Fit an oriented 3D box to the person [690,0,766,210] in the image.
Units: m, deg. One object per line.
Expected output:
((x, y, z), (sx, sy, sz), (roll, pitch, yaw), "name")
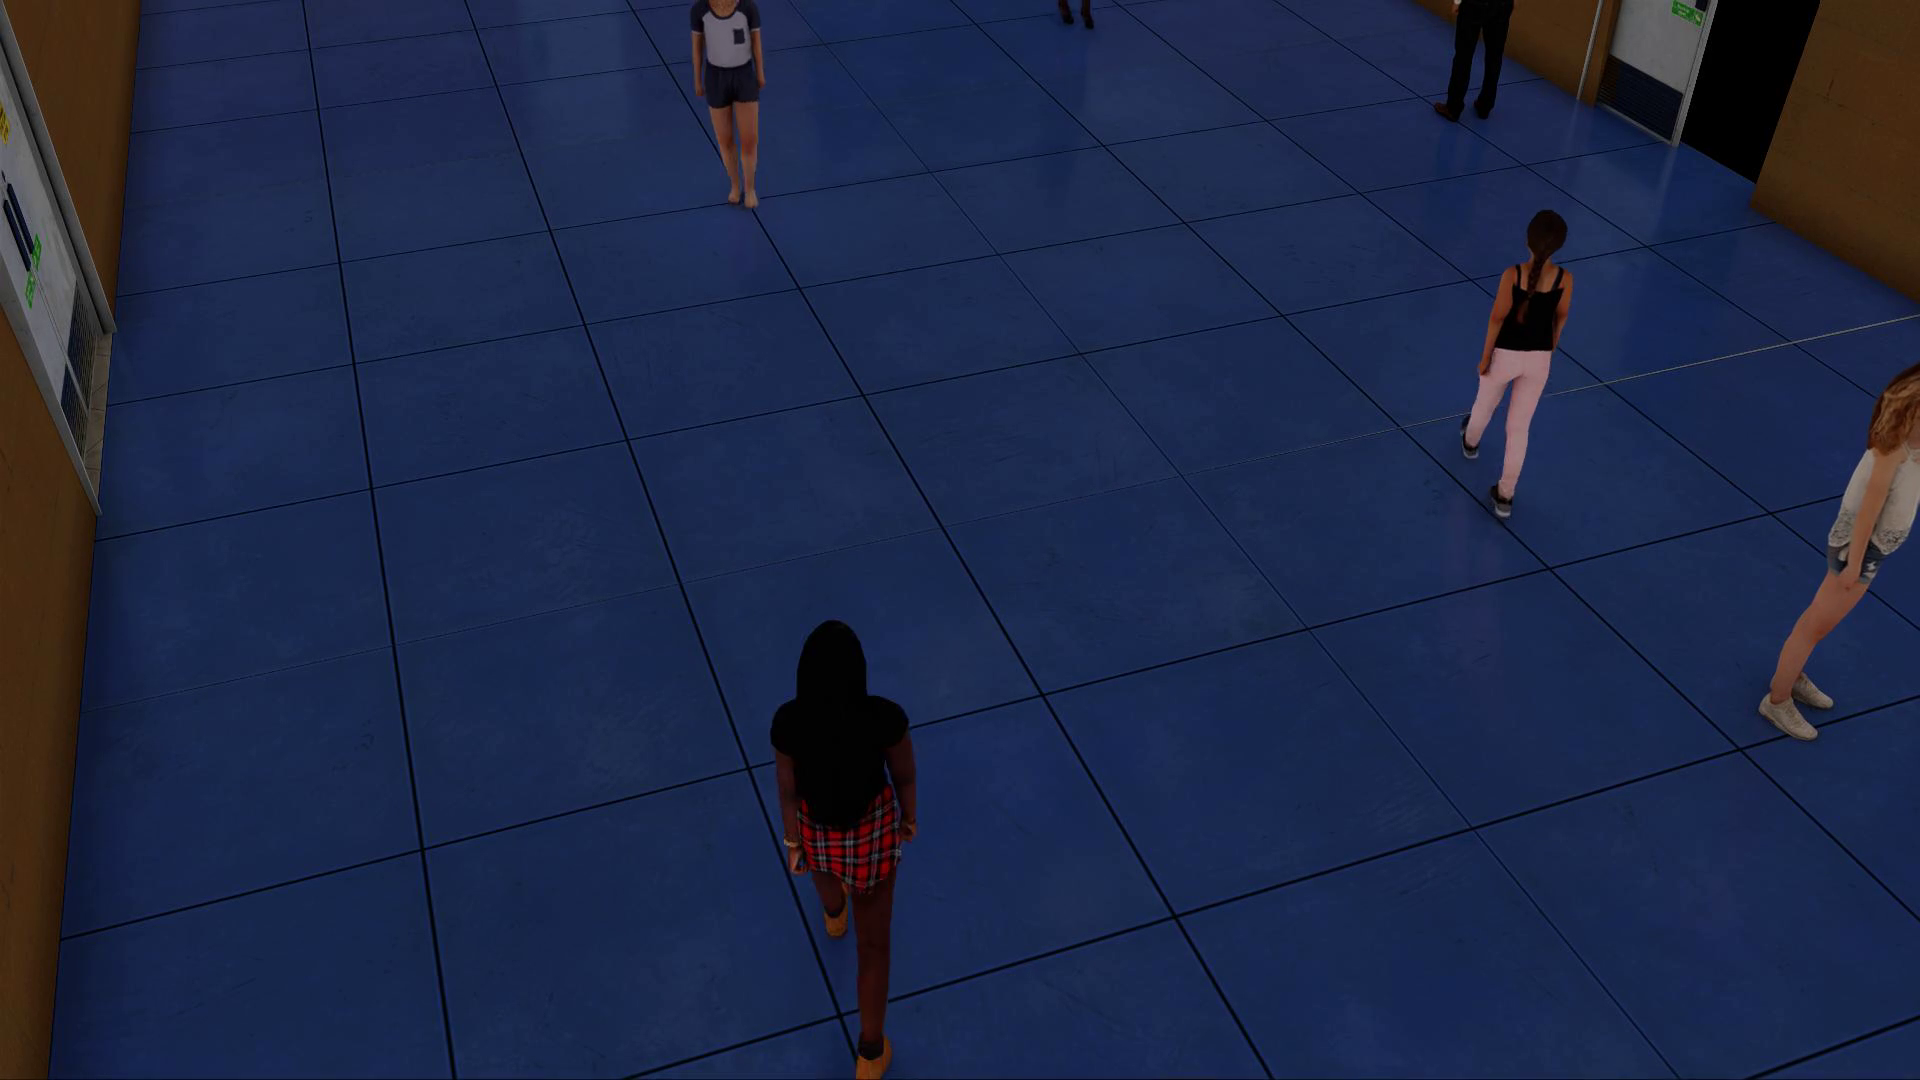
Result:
((-1.495, -3.006, 10.908), (0.650, 1.635, 0.753), (1, 37, 2), "person")

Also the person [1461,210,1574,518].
((2.731, -0.823, 8.091), (1.024, 1.524, 0.920), (5, 37, 7), "person")

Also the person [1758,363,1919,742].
((3.641, 0.030, 6.763), (0.704, 1.755, 0.592), (28, 45, 32), "person")

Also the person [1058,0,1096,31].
((0.885, -4.986, 13.514), (0.638, 1.657, 0.752), (-25, 44, -29), "person")

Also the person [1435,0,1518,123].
((3.801, -3.901, 12.000), (0.579, 1.754, 0.762), (-6, 37, -8), "person")

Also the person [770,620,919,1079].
((-0.364, 1.057, 5.459), (1.223, 1.677, 0.947), (-1, 37, -1), "person")
